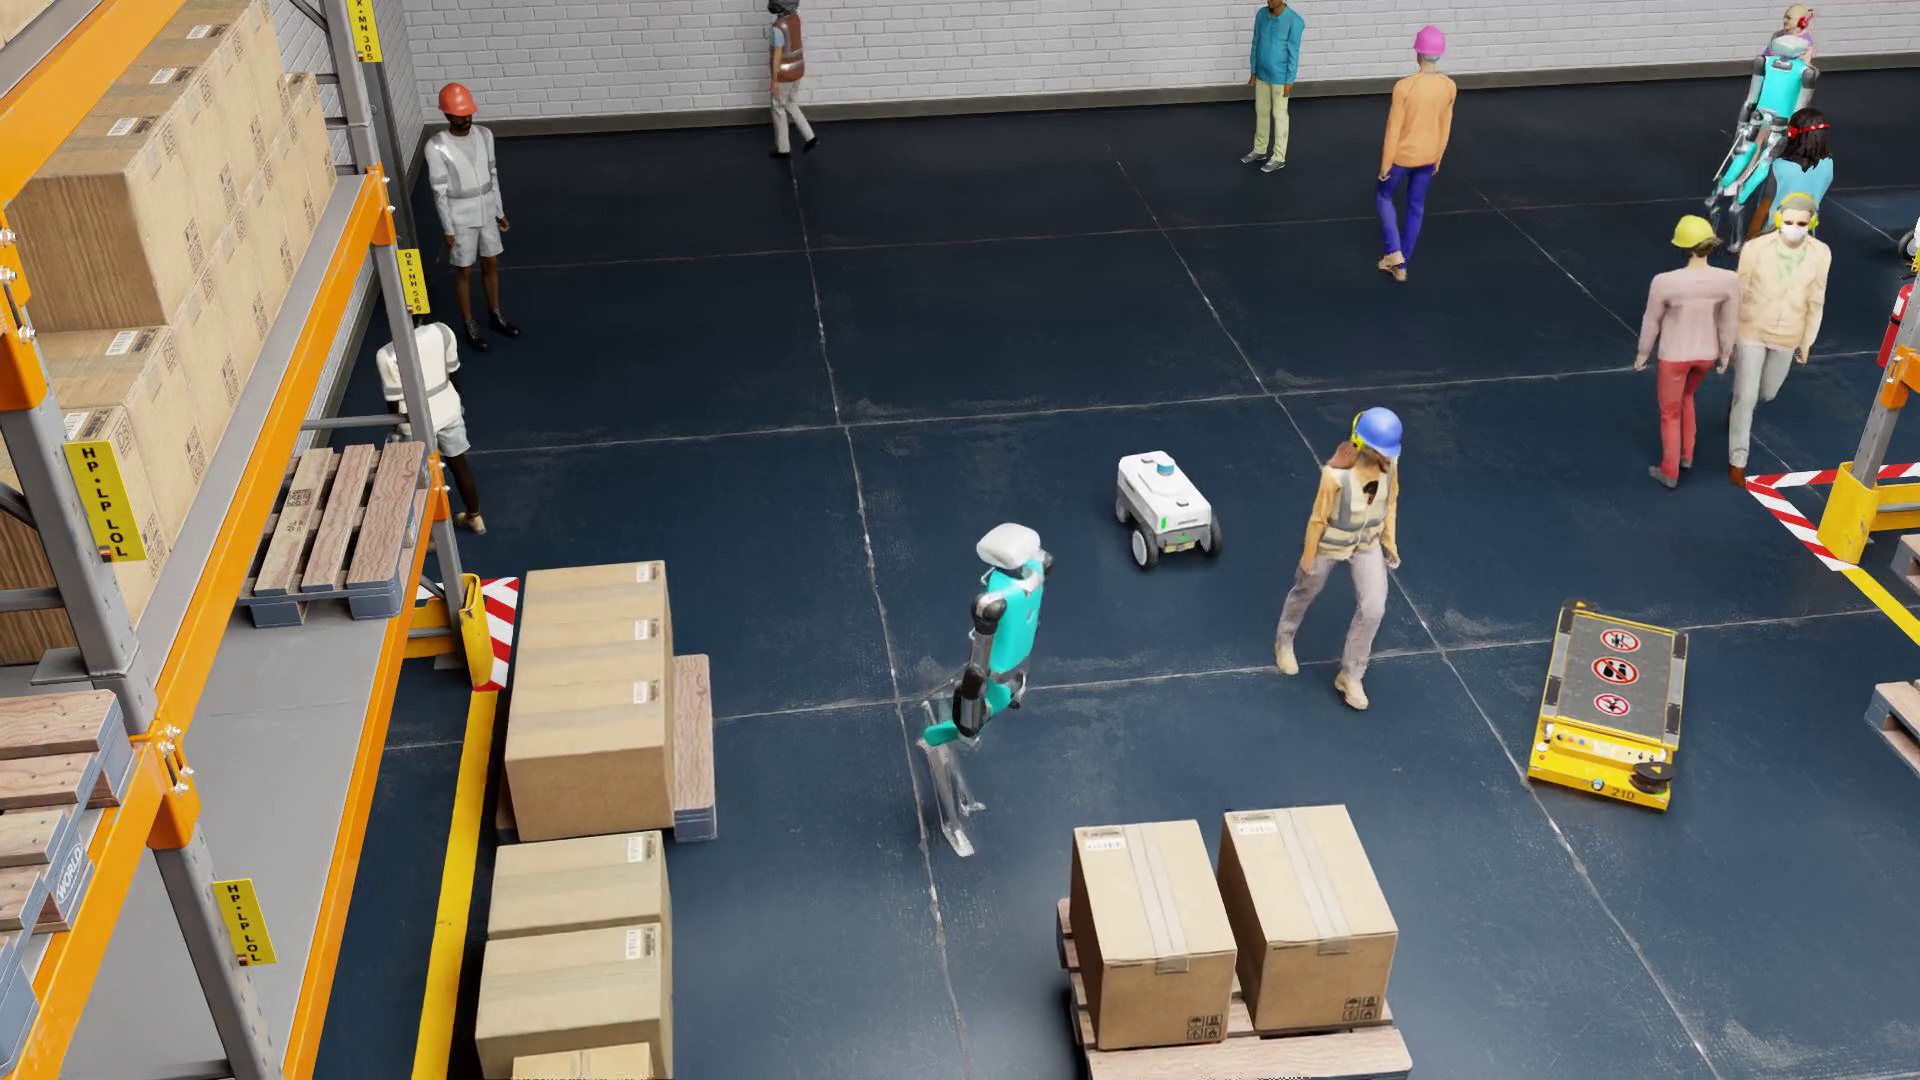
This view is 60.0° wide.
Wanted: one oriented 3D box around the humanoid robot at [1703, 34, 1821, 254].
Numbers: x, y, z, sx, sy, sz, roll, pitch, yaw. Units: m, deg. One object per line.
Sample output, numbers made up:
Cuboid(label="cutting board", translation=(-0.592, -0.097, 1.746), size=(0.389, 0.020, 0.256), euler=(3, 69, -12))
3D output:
Cuboid(label="humanoid robot", translation=(6.248, -3.071, 13.167), size=(0.708, 1.738, 0.537), euler=(-20, 38, -28))

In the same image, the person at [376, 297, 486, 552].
Cuboid(label="person", translation=(-3.081, -0.704, 9.627), size=(0.318, 1.692, 0.548), euler=(19, 38, 27))

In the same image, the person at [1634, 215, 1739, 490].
Cuboid(label="person", translation=(4.450, -1.146, 10.270), size=(0.535, 1.724, 0.487), euler=(-3, 33, -4))

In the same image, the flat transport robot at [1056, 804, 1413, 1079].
Cuboid(label="flat transport robot", translation=(1.051, 2.008, 6.775), size=(0.659, 0.231, 1.431), euler=(-3, 33, -5))

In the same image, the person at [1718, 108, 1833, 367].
Cuboid(label="person", translation=(5.711, -2.080, 11.591), size=(0.506, 1.860, 0.390), euler=(-7, 34, -11))

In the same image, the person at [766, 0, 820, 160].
Cuboid(label="person", translation=(-1.587, -4.234, 15.057), size=(0.429, 1.659, 0.481), euler=(15, 36, 22))

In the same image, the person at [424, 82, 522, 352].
Cuboid(label="person", translation=(-3.464, -2.306, 11.860), size=(0.368, 1.939, 0.543), euler=(25, 41, 33))

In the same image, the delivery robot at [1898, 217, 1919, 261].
Cuboid(label="delivery robot", translation=(8.006, -2.418, 13.270), size=(0.739, 0.566, 0.499), euler=(-5, 33, -7))

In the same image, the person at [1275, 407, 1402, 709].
Cuboid(label="person", translation=(1.975, 0.051, 8.443), size=(0.476, 1.711, 0.797), euler=(-10, 34, -15))

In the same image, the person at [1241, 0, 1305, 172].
Cuboid(label="person", translation=(2.794, -4.196, 14.936), size=(0.348, 1.744, 0.555), euler=(-22, 39, -30))

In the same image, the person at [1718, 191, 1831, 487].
Cuboid(label="person", translation=(5.063, -1.319, 10.437), size=(0.561, 1.847, 0.821), euler=(6, 34, 10))

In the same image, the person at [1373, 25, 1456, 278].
Cuboid(label="person", translation=(3.489, -2.971, 12.848), size=(0.537, 1.971, 0.449), euler=(-5, 33, -7))

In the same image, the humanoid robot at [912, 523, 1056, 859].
Cuboid(label="humanoid robot", translation=(0.008, 0.650, 7.502), size=(0.757, 1.766, 0.542), euler=(19, 38, 27))

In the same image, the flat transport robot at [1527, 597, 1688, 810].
Cuboid(label="flat transport robot", translation=(3.372, 0.811, 8.609), size=(0.659, 0.231, 1.431), euler=(13, 35, 19))

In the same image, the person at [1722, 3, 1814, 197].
Cuboid(label="person", translation=(7.108, -3.835, 14.456), size=(0.821, 1.658, 0.496), euler=(-9, 34, -13))

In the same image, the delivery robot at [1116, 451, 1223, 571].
Cuboid(label="delivery robot", translation=(1.220, -0.188, 9.897), size=(0.499, 0.614, 0.792), euler=(-10, 34, -15))
